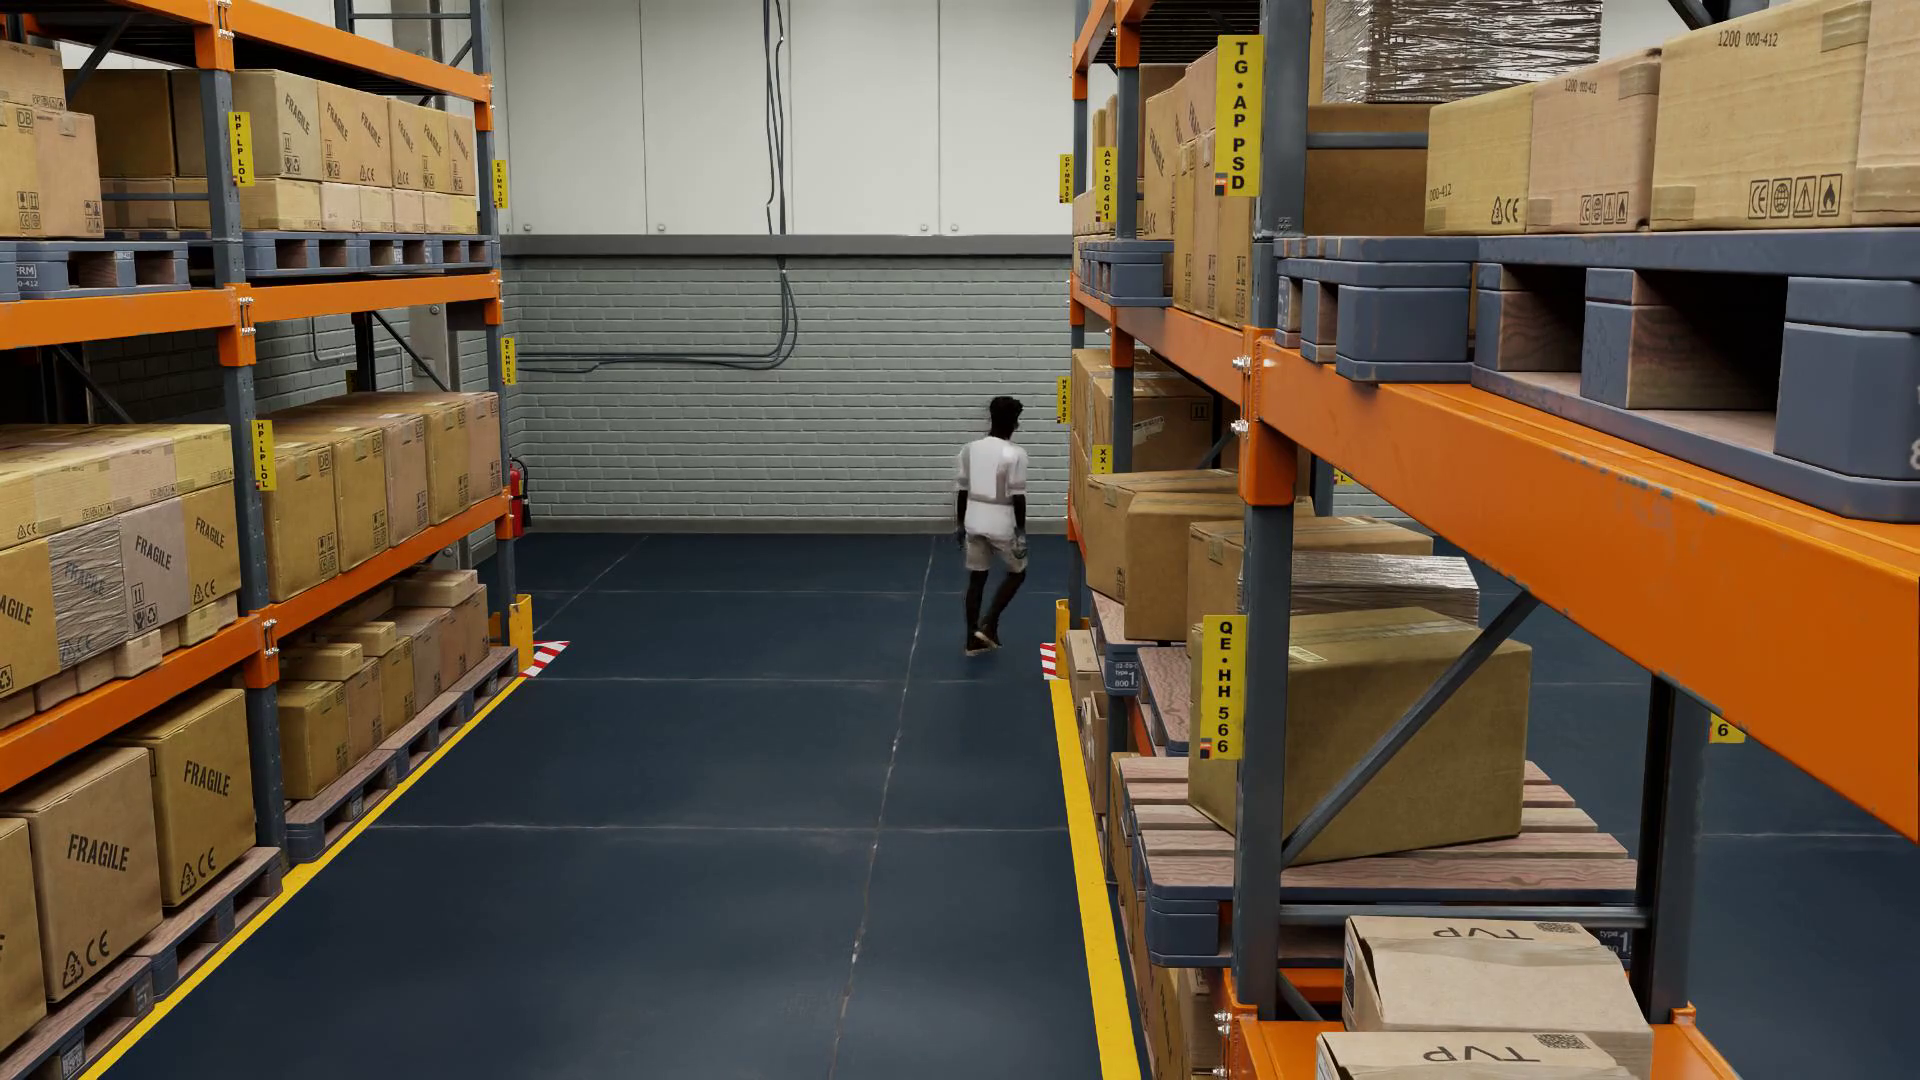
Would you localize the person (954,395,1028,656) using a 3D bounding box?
[{"bbox_3d":[0.232,-0.098,12.244,0.741,1.937,0.447,8,13,38],"label":"person"}]
